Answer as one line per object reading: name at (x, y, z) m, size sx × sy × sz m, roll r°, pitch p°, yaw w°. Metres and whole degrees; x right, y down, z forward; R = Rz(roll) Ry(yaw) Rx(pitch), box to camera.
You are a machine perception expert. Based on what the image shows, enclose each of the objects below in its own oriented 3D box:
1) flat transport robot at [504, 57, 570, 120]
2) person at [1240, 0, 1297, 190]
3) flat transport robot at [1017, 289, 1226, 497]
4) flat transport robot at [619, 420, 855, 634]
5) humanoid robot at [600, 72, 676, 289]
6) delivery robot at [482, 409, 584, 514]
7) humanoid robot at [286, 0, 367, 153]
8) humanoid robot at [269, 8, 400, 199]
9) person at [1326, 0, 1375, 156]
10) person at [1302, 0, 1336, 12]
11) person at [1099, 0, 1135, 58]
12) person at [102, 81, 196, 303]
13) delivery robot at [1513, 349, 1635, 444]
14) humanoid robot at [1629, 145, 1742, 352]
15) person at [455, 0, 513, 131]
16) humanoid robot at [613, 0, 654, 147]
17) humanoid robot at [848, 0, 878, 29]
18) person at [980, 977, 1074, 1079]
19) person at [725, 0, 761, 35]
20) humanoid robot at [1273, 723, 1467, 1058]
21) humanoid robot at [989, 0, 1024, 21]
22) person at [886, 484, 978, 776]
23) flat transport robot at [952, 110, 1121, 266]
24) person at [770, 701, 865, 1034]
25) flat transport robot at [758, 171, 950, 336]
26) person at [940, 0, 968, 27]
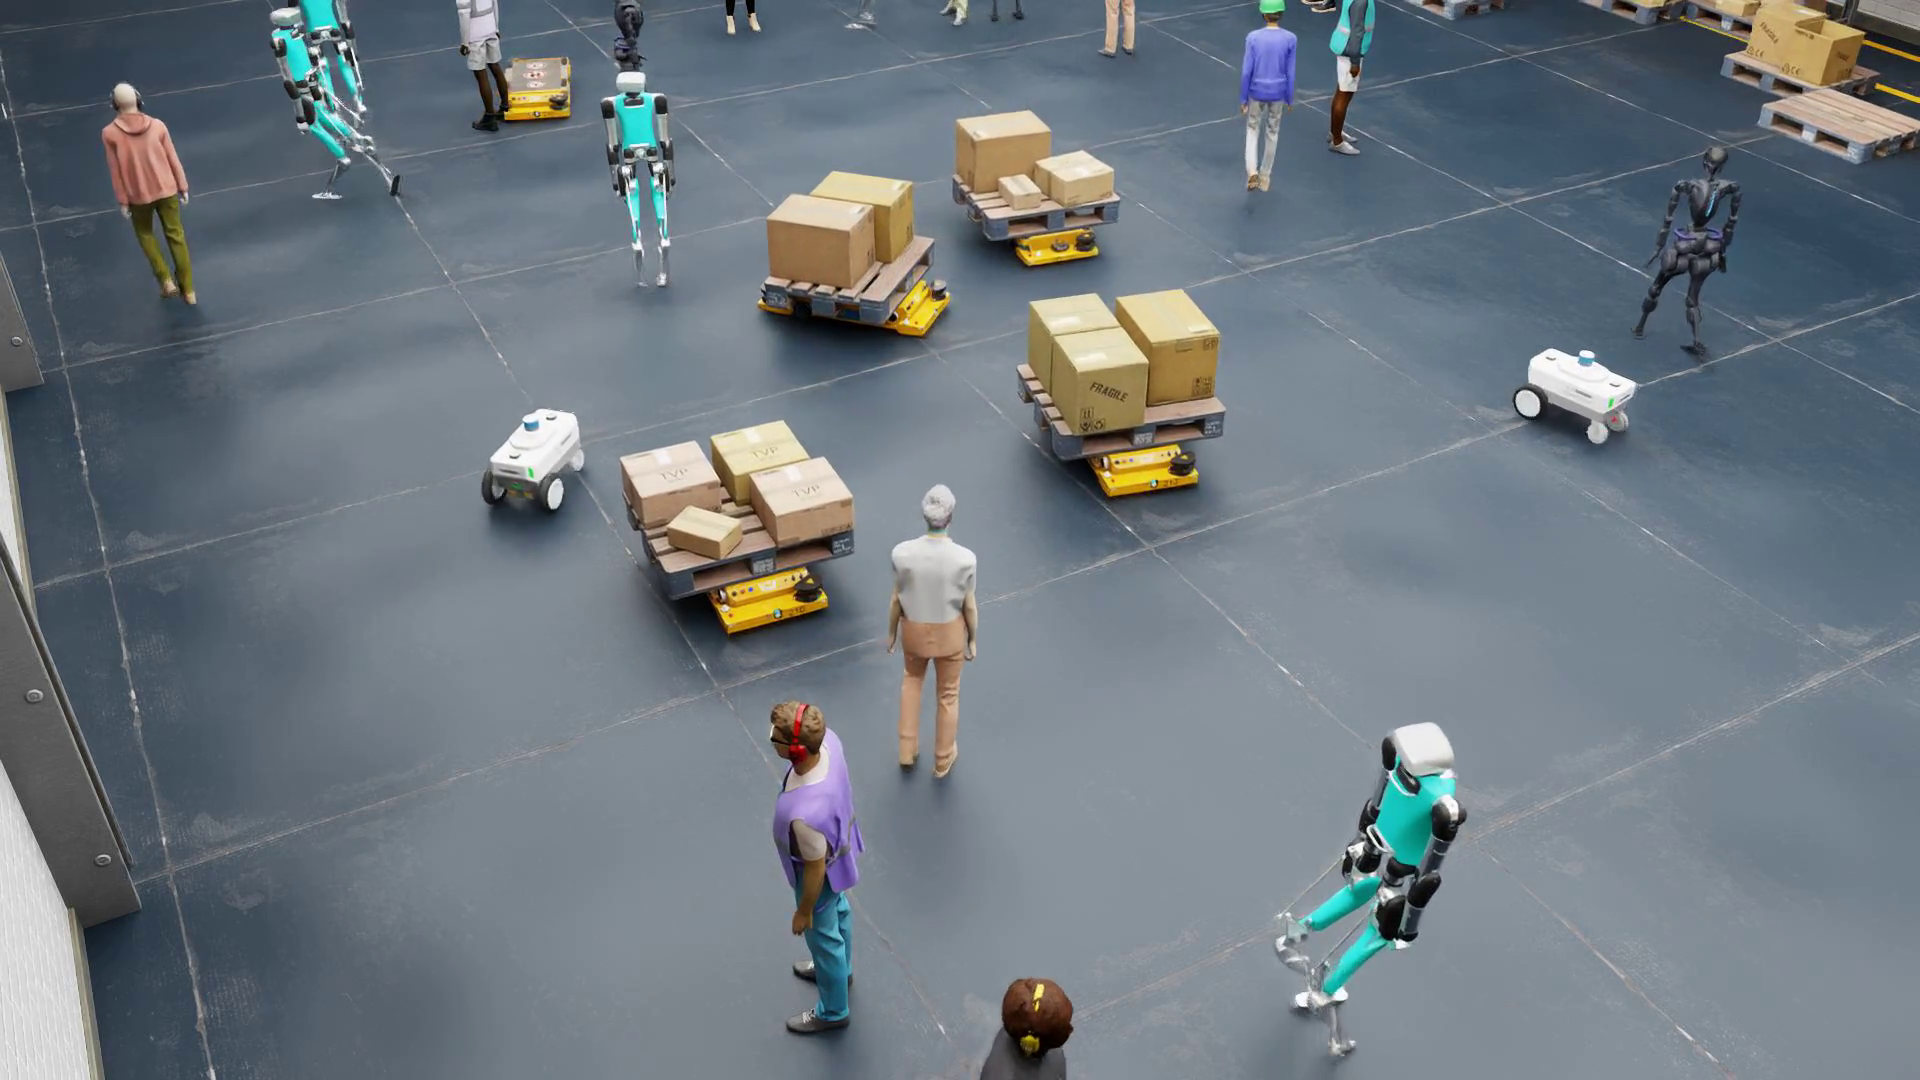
flat transport robot at (-4.455, -4.775, 17.533) m, size 0.659 × 0.231 × 1.431 m, roll -6°, pitch 35°, yaw -9°
person at (2.789, -4.031, 15.091) m, size 0.487 × 1.852 × 0.562 m, roll 5°, pitch 35°, yaw 8°
flat transport robot at (1.126, -0.796, 11.853) m, size 0.659 × 0.231 × 1.431 m, roll -9°, pitch 36°, yaw -13°
flat transport robot at (-1.403, 0.059, 10.631) m, size 0.659 × 0.231 × 1.431 m, roll -15°, pitch 38°, yaw -20°
humanoid robot at (-2.555, -2.806, 13.499) m, size 0.539 × 1.859 × 0.663 m, roll -7°, pitch 36°, yaw -10°
delivery robot at (-2.871, -0.579, 11.266) m, size 0.499 × 0.563 × 0.738 m, roll 9°, pitch 36°, yaw 13°
humanoid robot at (-6.026, -4.550, 15.949) m, size 0.560 × 1.803 × 0.792 m, roll -12°, pitch 37°, yaw -17°
humanoid robot at (-5.582, -3.890, 15.009) m, size 0.936 × 1.775 × 0.560 m, roll 1°, pitch 35°, yaw 2°
person at (3.760, -4.694, 15.962) m, size 0.431 × 1.940 × 0.552 m, roll 6°, pitch 35°, yaw 8°
person at (4.373, -7.238, 19.579) m, size 0.368 × 1.958 × 0.601 m, roll -5°, pitch 35°, yaw -7°
person at (1.748, -6.168, 18.296) m, size 0.474 × 1.673 × 0.386 m, roll -18°, pitch 39°, yaw -23°
person at (-6.462, -2.771, 13.318) m, size 0.557 × 1.818 × 0.449 m, roll -19°, pitch 39°, yaw -25°
delivery robot at (4.466, -1.086, 12.004) m, size 0.499 × 0.580 × 0.756 m, roll -27°, pitch 43°, yaw -33°
humanoid robot at (5.587, -2.228, 12.696) m, size 0.614 × 1.625 × 0.537 m, roll 1°, pitch 35°, yaw 1°
person at (-4.770, -5.025, 16.437) m, size 0.359 × 1.935 × 0.551 m, roll 16°, pitch 38°, yaw 21°
humanoid robot at (-3.241, -4.686, 16.178) m, size 0.411 × 1.638 × 0.602 m, roll -7°, pitch 36°, yaw -10°
humanoid robot at (-1.135, -6.709, 19.016) m, size 0.717 × 1.787 × 0.533 m, roll 16°, pitch 38°, yaw 21°
person at (0.217, 2.245, 6.135) m, size 0.810 × 1.848 × 0.505 m, roll 11°, pitch 36°, yaw 15°
person at (-2.522, -6.638, 18.947) m, size 0.532 × 1.697 × 0.318 m, roll -12°, pitch 37°, yaw -16°
humanoid robot at (1.679, 1.561, 7.197) m, size 0.732 × 1.767 × 0.530 m, roll -9°, pitch 36°, yaw -13°
humanoid robot at (0.516, -6.880, 19.311) m, size 0.584 × 1.644 × 0.356 m, roll -9°, pitch 36°, yaw -13°
person at (-0.153, 0.505, 8.738) m, size 0.488 × 1.716 × 0.441 m, roll 4°, pitch 35°, yaw 6°
flat transport robot at (0.651, -2.836, 14.764) m, size 0.659 × 0.231 × 1.431 m, roll -11°, pitch 37°, yaw -16°
person at (-0.619, 1.439, 7.286) m, size 0.391 × 1.847 × 0.563 m, roll 3°, pitch 35°, yaw 4°
flat transport robot at (-0.864, -1.983, 13.547) m, size 1.431 × 0.231 × 0.659 m, roll 11°, pitch 37°, yaw 15°
person at (0.007, -6.866, 19.175) m, size 0.636 × 1.820 × 0.432 m, roll 28°, pitch 44°, yaw 34°
